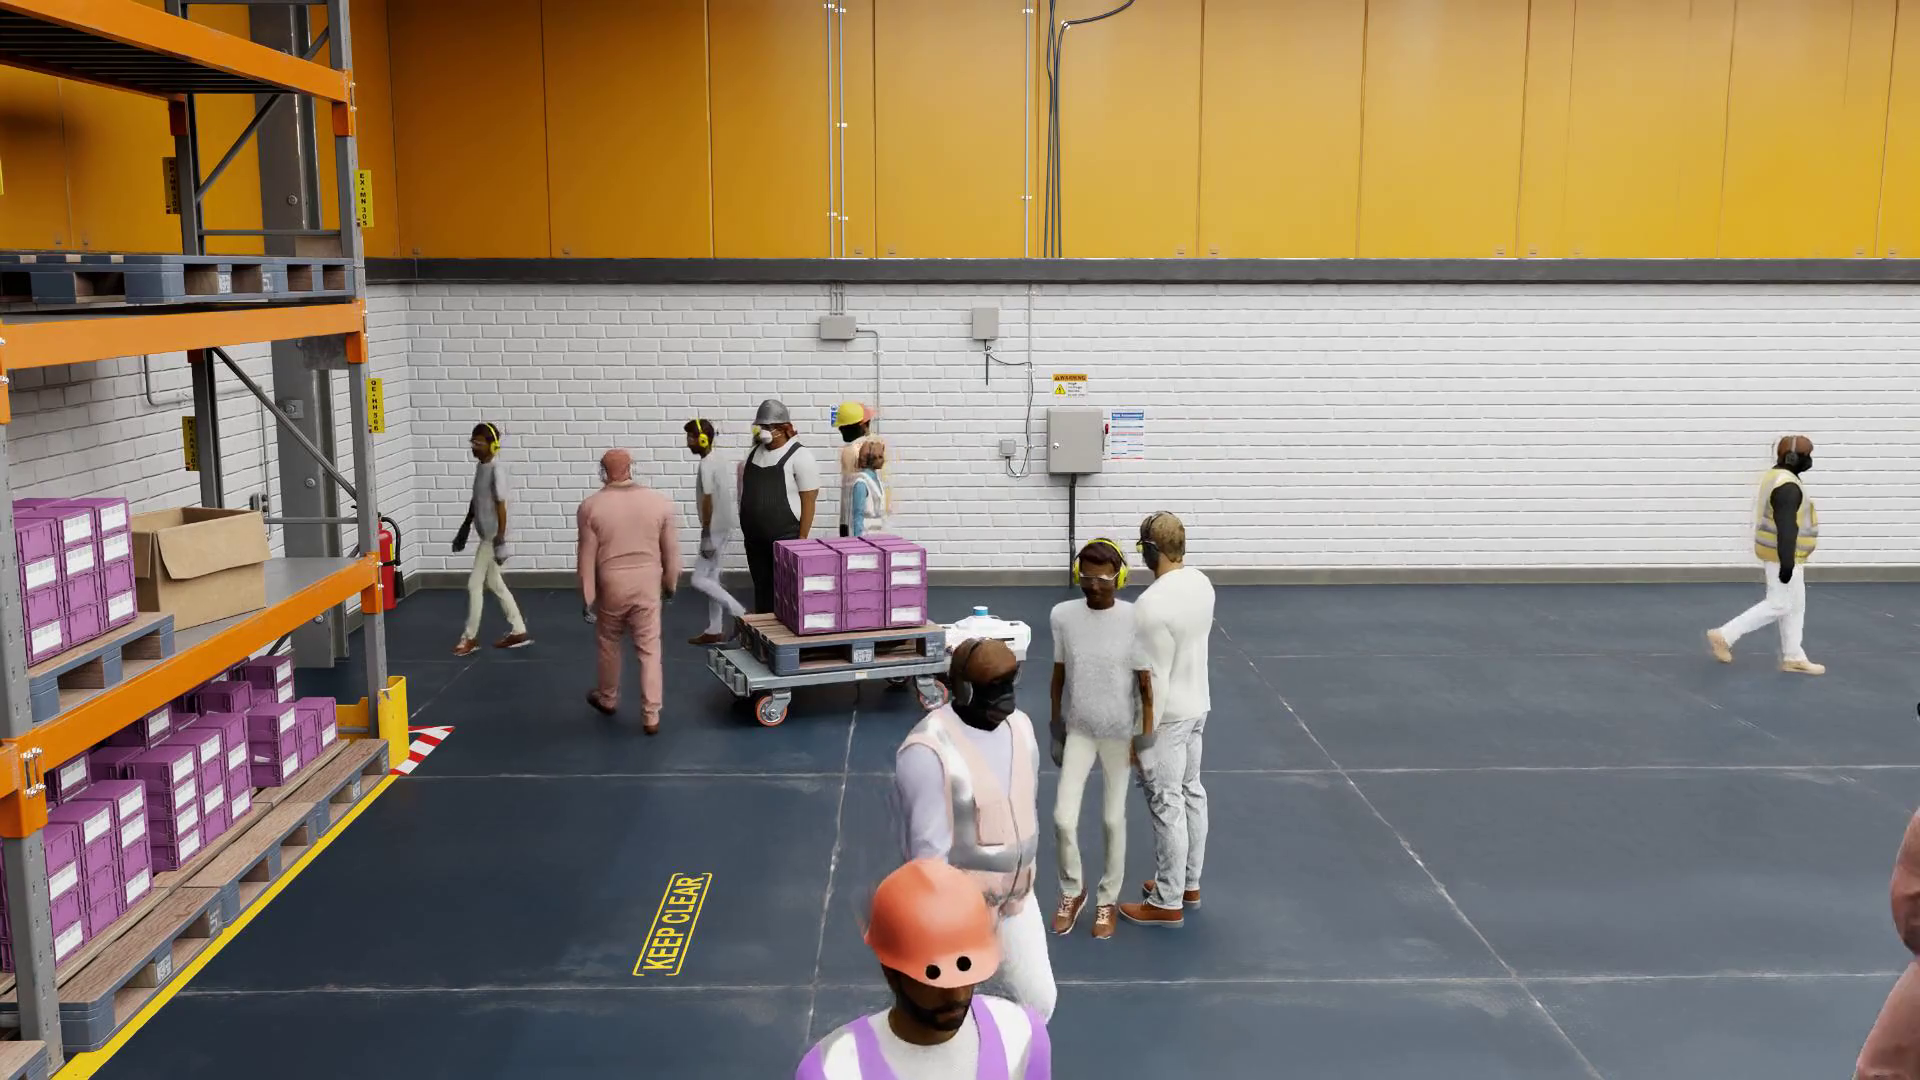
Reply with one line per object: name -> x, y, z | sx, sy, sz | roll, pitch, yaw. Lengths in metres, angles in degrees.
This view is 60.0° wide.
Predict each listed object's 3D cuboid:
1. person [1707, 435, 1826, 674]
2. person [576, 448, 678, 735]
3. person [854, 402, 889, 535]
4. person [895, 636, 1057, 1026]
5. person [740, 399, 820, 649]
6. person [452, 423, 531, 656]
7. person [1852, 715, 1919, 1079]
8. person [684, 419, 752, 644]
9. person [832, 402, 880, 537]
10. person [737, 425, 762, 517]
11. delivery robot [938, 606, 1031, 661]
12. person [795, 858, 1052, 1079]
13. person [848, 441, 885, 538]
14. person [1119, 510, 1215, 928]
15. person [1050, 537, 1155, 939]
person -> 6.097, 0.109, 12.459 | 0.758, 1.818, 0.629 | 4, 10, 22
person -> -2.212, 0.320, 11.043 | 0.719, 1.860, 0.945 | -4, 10, -24
person -> -0.885, -0.265, 14.520 | 0.867, 1.878, 0.636 | 0, 9, 0
person -> 0.068, 1.225, 5.597 | 0.635, 1.826, 0.511 | -9, 13, -42
person -> -1.450, -0.075, 12.885 | 0.682, 2.000, 0.537 | 6, 11, 33
person -> -3.749, -0.016, 13.183 | 0.642, 1.834, 0.589 | -5, 10, -26
person -> 2.962, 1.280, 5.109 | 0.684, 1.860, 0.915 | -8, 12, -40
person -> -1.950, -0.050, 13.345 | 0.532, 1.847, 0.553 | 1, 9, 5
person -> -0.856, -0.253, 14.419 | 0.379, 1.901, 0.658 | 5, 11, 29
person -> -1.646, -0.167, 14.332 | 0.533, 1.743, 0.649 | 0, 9, -1
delivery robot -> 0.153, 0.731, 12.197 | 0.707, 0.478, 0.477 | -2, 9, -14
person -> -0.084, 1.533, 3.425 | 0.555, 1.917, 0.822 | -4, 10, -26
person -> -0.846, -0.023, 13.877 | 0.625, 1.619, 0.517 | 2, 9, 9
person -> 0.957, 0.825, 7.694 | 0.374, 1.936, 0.627 | 5, 11, 30
person -> 0.637, 0.903, 7.492 | 0.515, 1.849, 0.469 | 2, 10, 14
